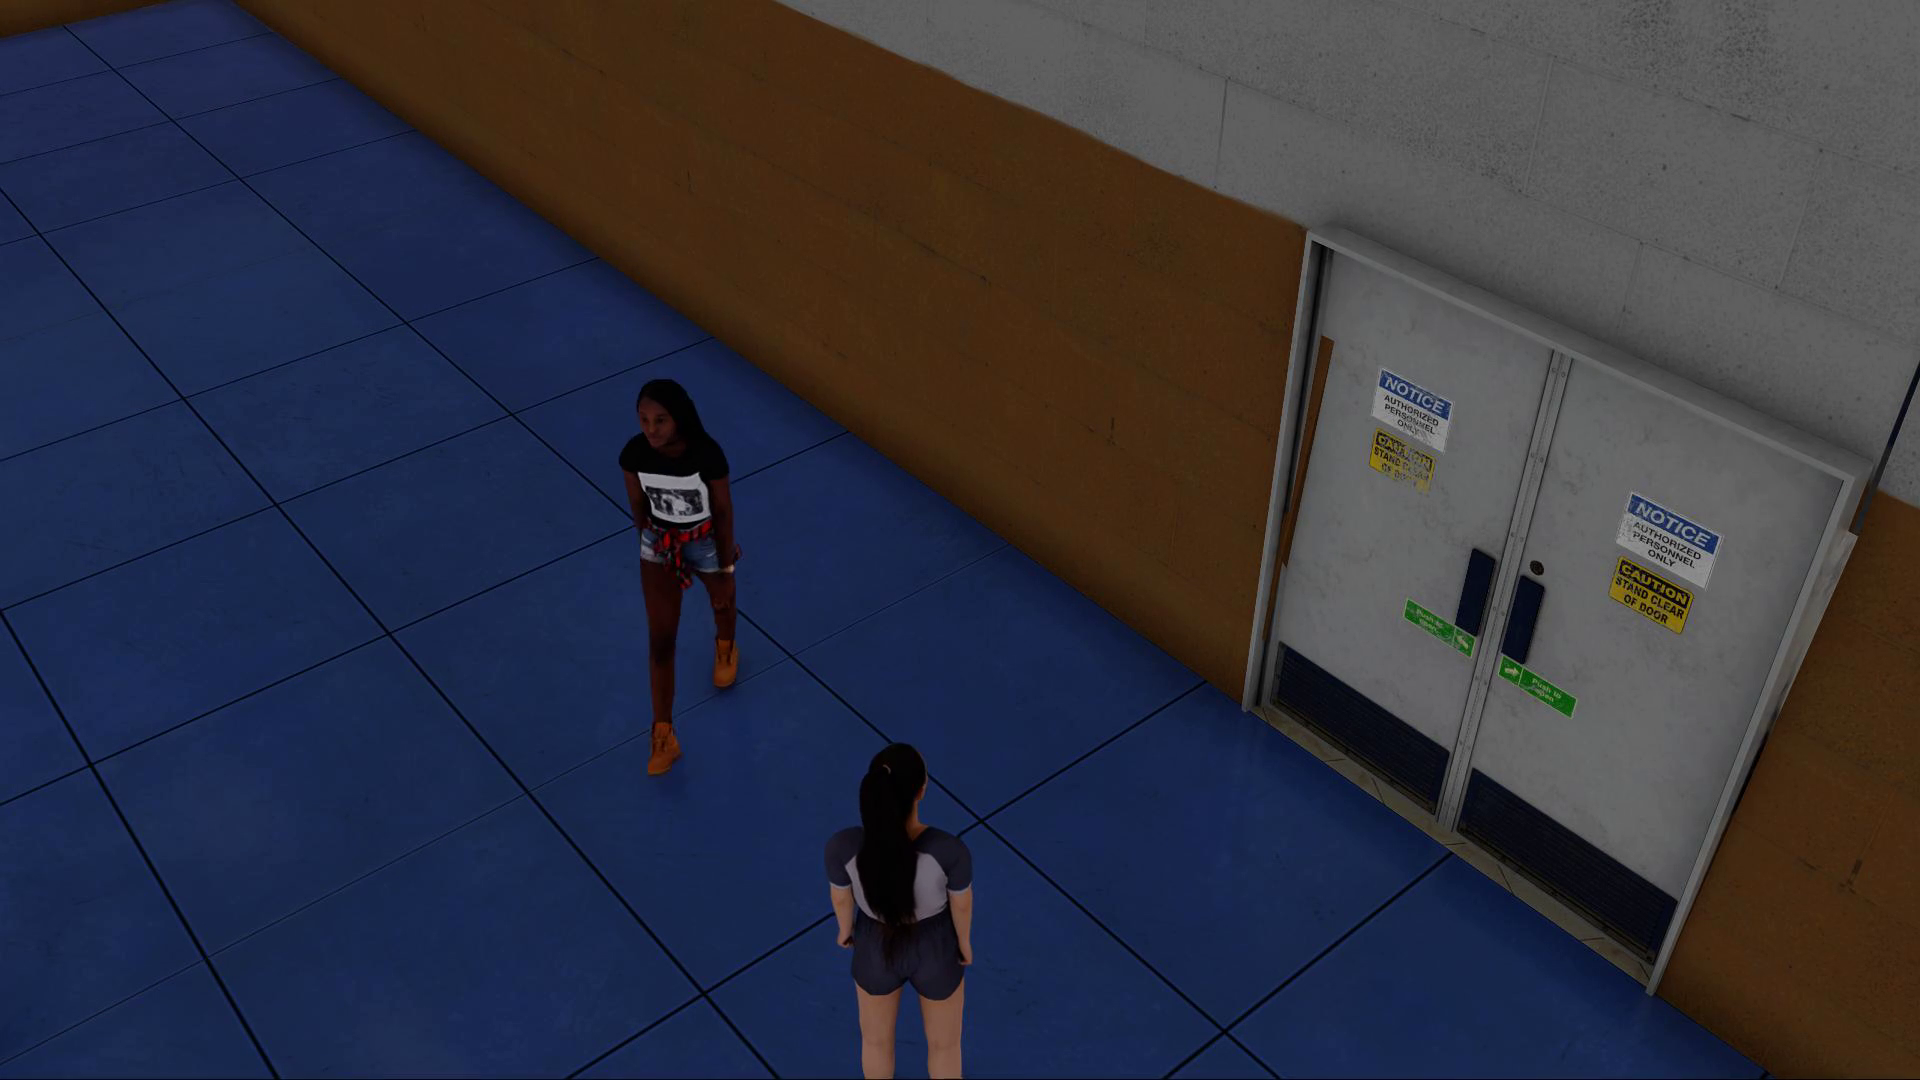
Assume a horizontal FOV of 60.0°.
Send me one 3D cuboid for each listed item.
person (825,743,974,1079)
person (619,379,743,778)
[{"bbox_3d":[-0.164,1.282,5.189,0.665,1.651,0.723,3,37,4],"label":"person"},{"bbox_3d":[-1.084,0.027,6.842,1.139,1.674,1.157,1,37,1],"label":"person"}]
